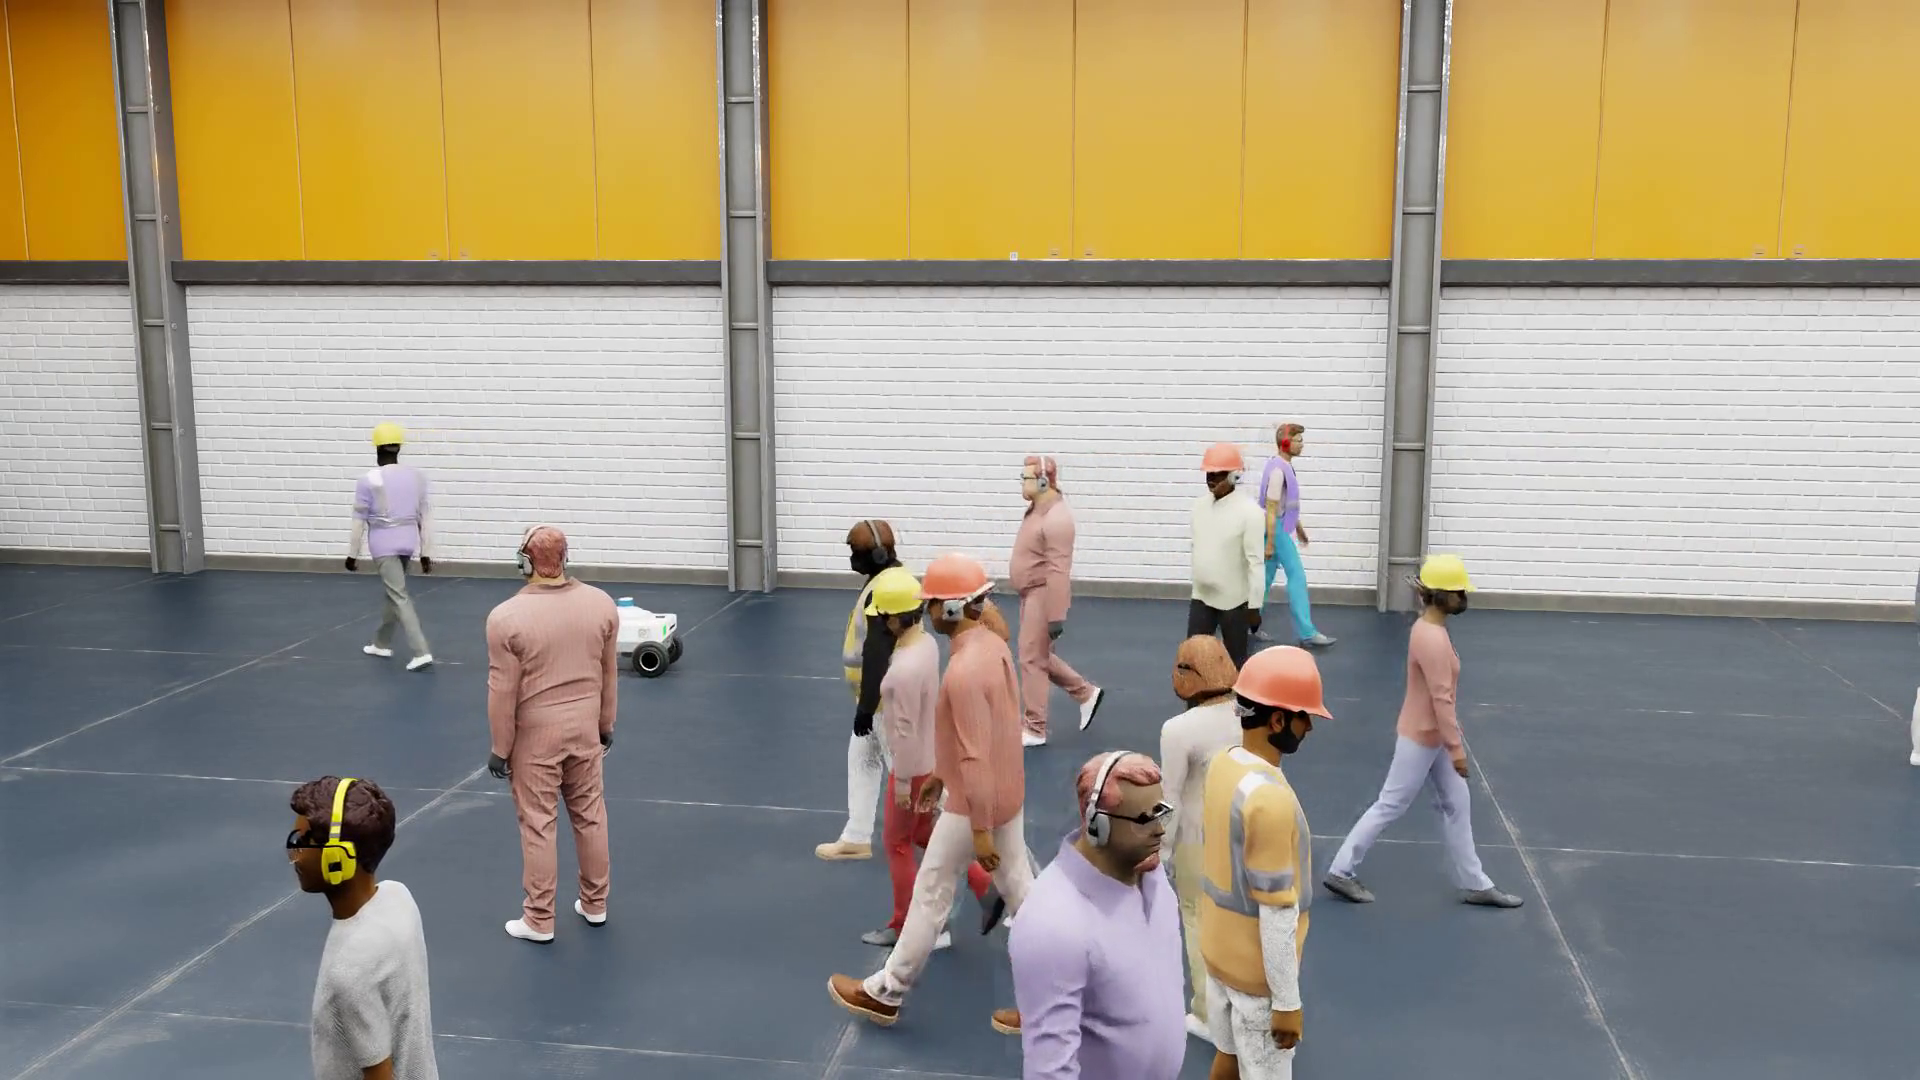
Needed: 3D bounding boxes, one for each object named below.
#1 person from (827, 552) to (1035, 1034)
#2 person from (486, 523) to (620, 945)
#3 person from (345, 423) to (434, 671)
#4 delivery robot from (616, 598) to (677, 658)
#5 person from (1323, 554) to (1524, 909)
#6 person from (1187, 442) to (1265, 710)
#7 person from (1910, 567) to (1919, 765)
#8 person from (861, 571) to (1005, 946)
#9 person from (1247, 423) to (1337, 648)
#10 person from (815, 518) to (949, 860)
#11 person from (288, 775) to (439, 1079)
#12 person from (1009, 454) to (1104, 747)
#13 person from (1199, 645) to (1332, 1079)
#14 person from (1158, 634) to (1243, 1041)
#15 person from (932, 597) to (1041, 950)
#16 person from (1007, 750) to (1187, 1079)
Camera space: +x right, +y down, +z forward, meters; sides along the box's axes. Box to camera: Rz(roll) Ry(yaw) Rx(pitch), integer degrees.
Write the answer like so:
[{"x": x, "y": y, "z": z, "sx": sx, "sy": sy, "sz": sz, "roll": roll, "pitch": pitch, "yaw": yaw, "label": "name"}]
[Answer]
[{"x": -0.014, "y": 1.010, "z": 6.579, "sx": 0.999, "sy": 1.933, "sz": 0.602, "roll": 3, "pitch": 10, "yaw": 18, "label": "person"}, {"x": -1.856, "y": 0.868, "z": 7.550, "sx": 0.643, "sy": 1.910, "sz": 0.411, "roll": -9, "pitch": 13, "yaw": -43, "label": "person"}, {"x": -4.331, "y": 0.043, "z": 12.732, "sx": 0.980, "sy": 1.886, "sz": 0.587, "roll": 6, "pitch": 11, "yaw": 32, "label": "person"}, {"x": -2.520, "y": 0.680, "z": 12.586, "sx": 0.707, "sy": 0.478, "sz": 0.477, "roll": 1, "pitch": 9, "yaw": 5, "label": "delivery robot"}, {"x": 2.188, "y": 0.911, "z": 7.870, "sx": 0.918, "sy": 1.720, "sz": 0.530, "roll": 3, "pitch": 10, "yaw": 16, "label": "person"}, {"x": 1.734, "y": 0.343, "z": 10.618, "sx": 0.859, "sy": 1.970, "sz": 0.622, "roll": -7, "pitch": 12, "yaw": -37, "label": "person"}, {"x": 6.007, "y": 0.600, "z": 10.049, "sx": 0.272, "sy": 1.632, "sz": 0.507, "roll": -3, "pitch": 10, "yaw": -19, "label": "person"}, {"x": -0.130, "y": 0.983, "z": 7.330, "sx": 0.587, "sy": 1.741, "sz": 0.548, "roll": 2, "pitch": 9, "yaw": 12, "label": "person"}, {"x": 2.692, "y": -0.036, "z": 13.442, "sx": 0.882, "sy": 1.808, "sz": 0.585, "roll": 2, "pitch": 9, "yaw": 11, "label": "person"}, {"x": -0.281, "y": 0.777, "z": 8.461, "sx": 0.865, "sy": 1.803, "sz": 0.628, "roll": 0, "pitch": 9, "yaw": -3, "label": "person"}, {"x": -1.410, "y": 1.467, "z": 3.971, "sx": 0.336, "sy": 1.873, "sz": 0.521, "roll": -2, "pitch": 9, "yaw": -10, "label": "person"}, {"x": 0.580, "y": 0.385, "z": 10.590, "sx": 0.620, "sy": 1.887, "sz": 0.655, "roll": -1, "pitch": 9, "yaw": -5, "label": "person"}, {"x": 0.917, "y": 1.267, "z": 5.026, "sx": 0.373, "sy": 1.929, "sz": 0.542, "roll": -2, "pitch": 9, "yaw": -10, "label": "person"}, {"x": 0.963, "y": 1.168, "z": 6.564, "sx": 0.516, "sy": 1.618, "sz": 0.352, "roll": -6, "pitch": 11, "yaw": -33, "label": "person"}, {"x": 0.103, "y": 1.037, "z": 7.507, "sx": 0.807, "sy": 1.595, "sz": 0.509, "roll": -3, "pitch": 10, "yaw": -18, "label": "person"}, {"x": 0.345, "y": 1.432, "z": 4.254, "sx": 1.009, "sy": 1.859, "sz": 0.669, "roll": 6, "pitch": 11, "yaw": 35, "label": "person"}]
